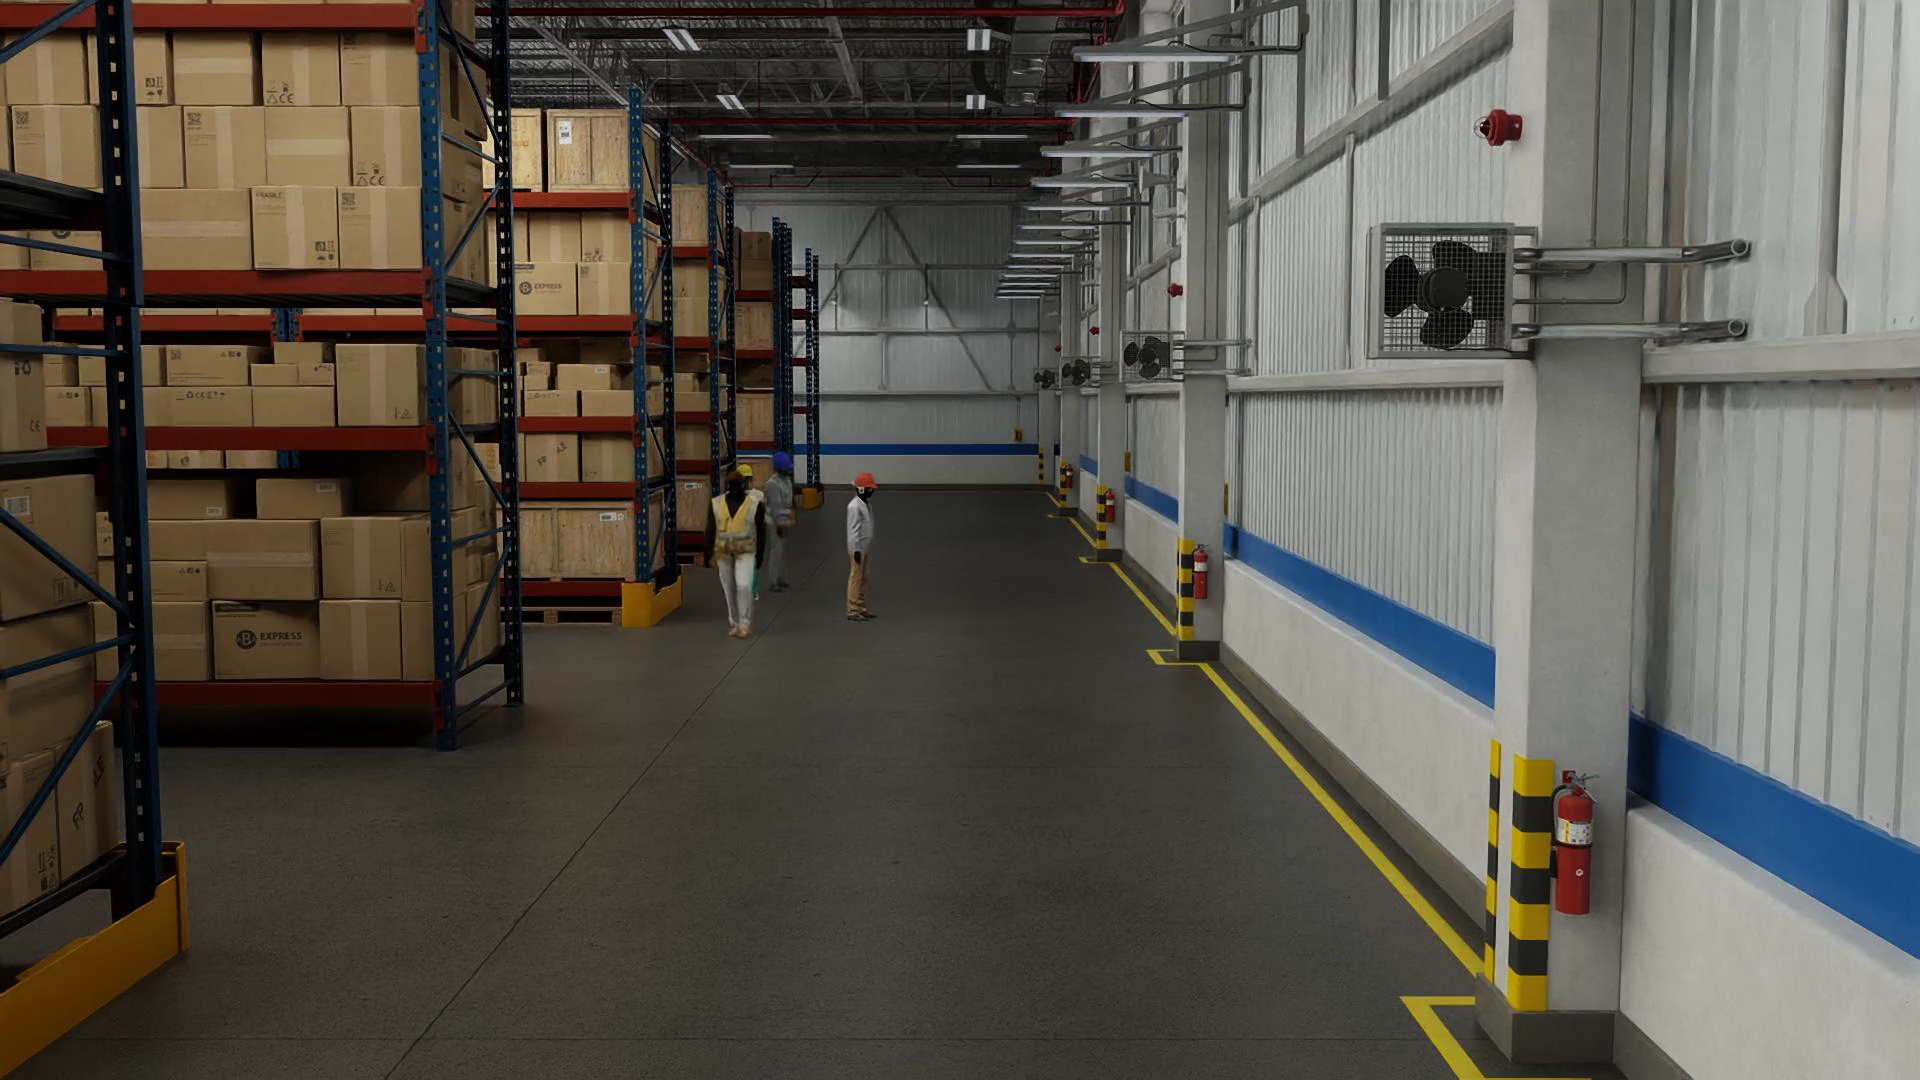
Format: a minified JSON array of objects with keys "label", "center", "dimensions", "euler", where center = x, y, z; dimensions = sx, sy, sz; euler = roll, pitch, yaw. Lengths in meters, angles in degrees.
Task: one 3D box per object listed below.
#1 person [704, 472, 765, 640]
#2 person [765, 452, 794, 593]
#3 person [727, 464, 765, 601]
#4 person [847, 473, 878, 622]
[{"label":"person","center":[-2.468,0.177,18.031],"dimensions":[0.633,1.811,0.837],"euler":[1,5,6]},{"label":"person","center":[-2.406,-0.243,22.468],"dimensions":[0.404,1.904,0.768],"euler":[1,5,12]},{"label":"person","center":[-2.766,-0.089,21.354],"dimensions":[0.525,1.772,0.309],"euler":[0,5,0]},{"label":"person","center":[-1.133,0.082,19.517],"dimensions":[0.352,1.742,0.567],"euler":[1,5,16]}]
